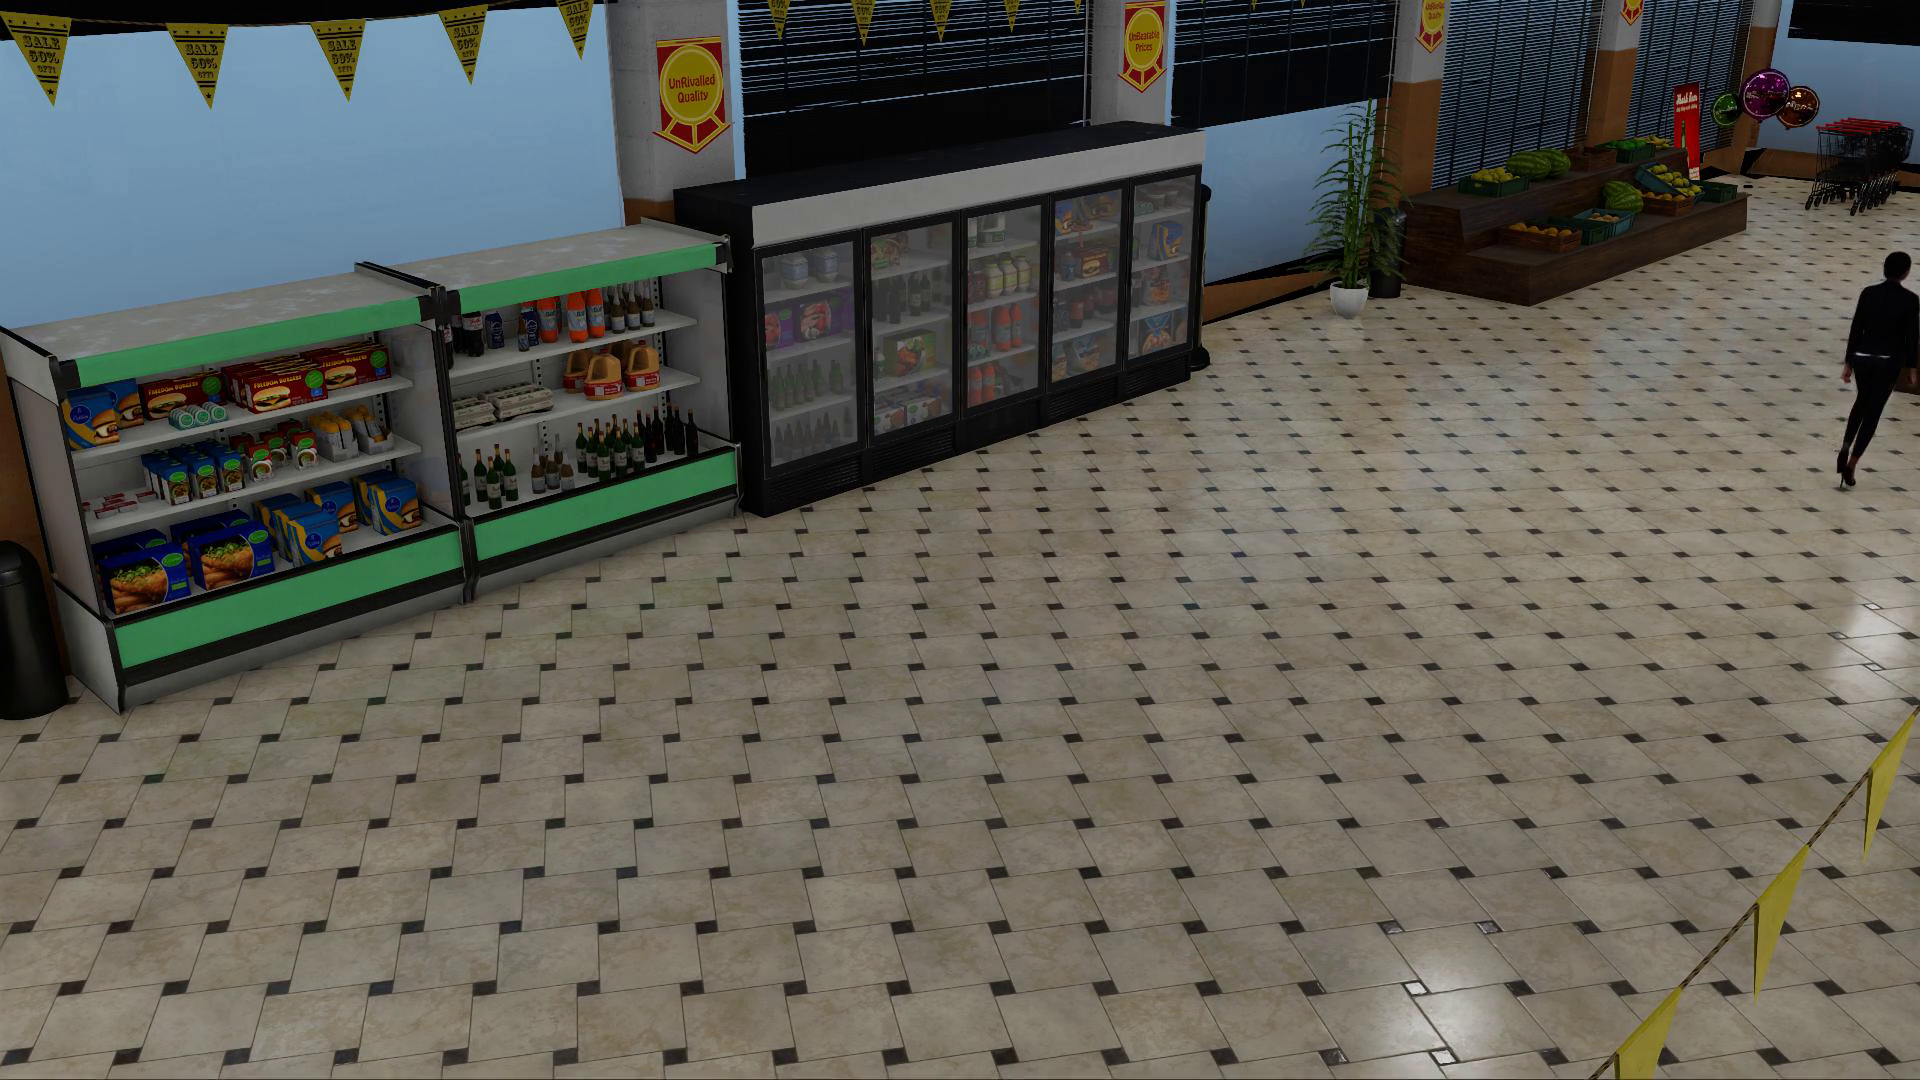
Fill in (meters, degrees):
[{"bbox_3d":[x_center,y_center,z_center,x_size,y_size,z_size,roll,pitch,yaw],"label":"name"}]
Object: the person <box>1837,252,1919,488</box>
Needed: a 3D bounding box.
[{"bbox_3d":[6.873,-1.253,12.547,0.667,1.822,0.658,-15,26,-33],"label":"person"}]
